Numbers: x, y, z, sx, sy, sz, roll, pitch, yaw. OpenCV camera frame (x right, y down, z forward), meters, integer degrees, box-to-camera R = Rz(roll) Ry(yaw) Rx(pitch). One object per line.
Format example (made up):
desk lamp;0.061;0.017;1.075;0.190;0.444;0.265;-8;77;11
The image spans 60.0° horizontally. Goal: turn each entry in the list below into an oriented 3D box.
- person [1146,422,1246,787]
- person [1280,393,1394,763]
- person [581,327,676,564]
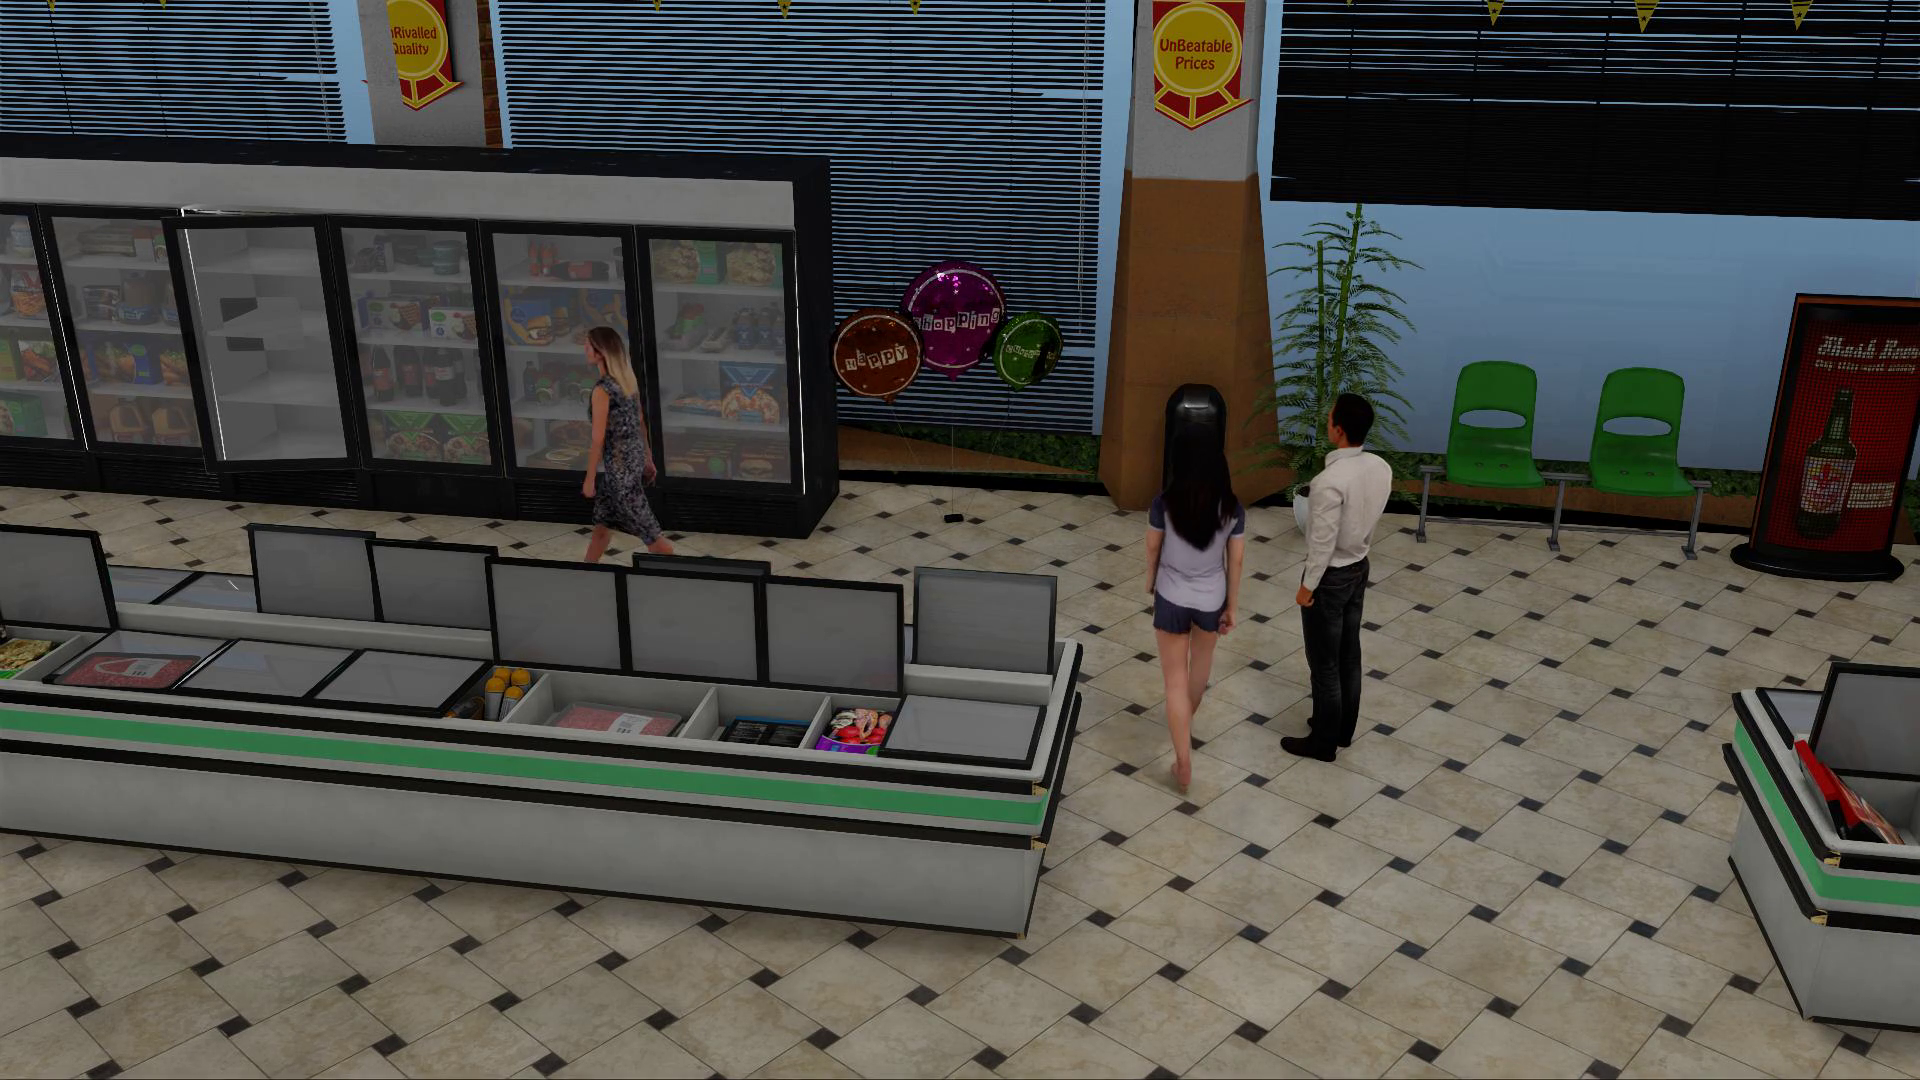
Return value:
person;1.063;0.335;7.697;1.107;1.651;0.834;-1;22;-2
person;1.788;0.183;7.860;0.760;1.811;0.744;20;29;40
person;-1.801;-0.344;9.388;1.143;1.649;0.593;5;22;11
